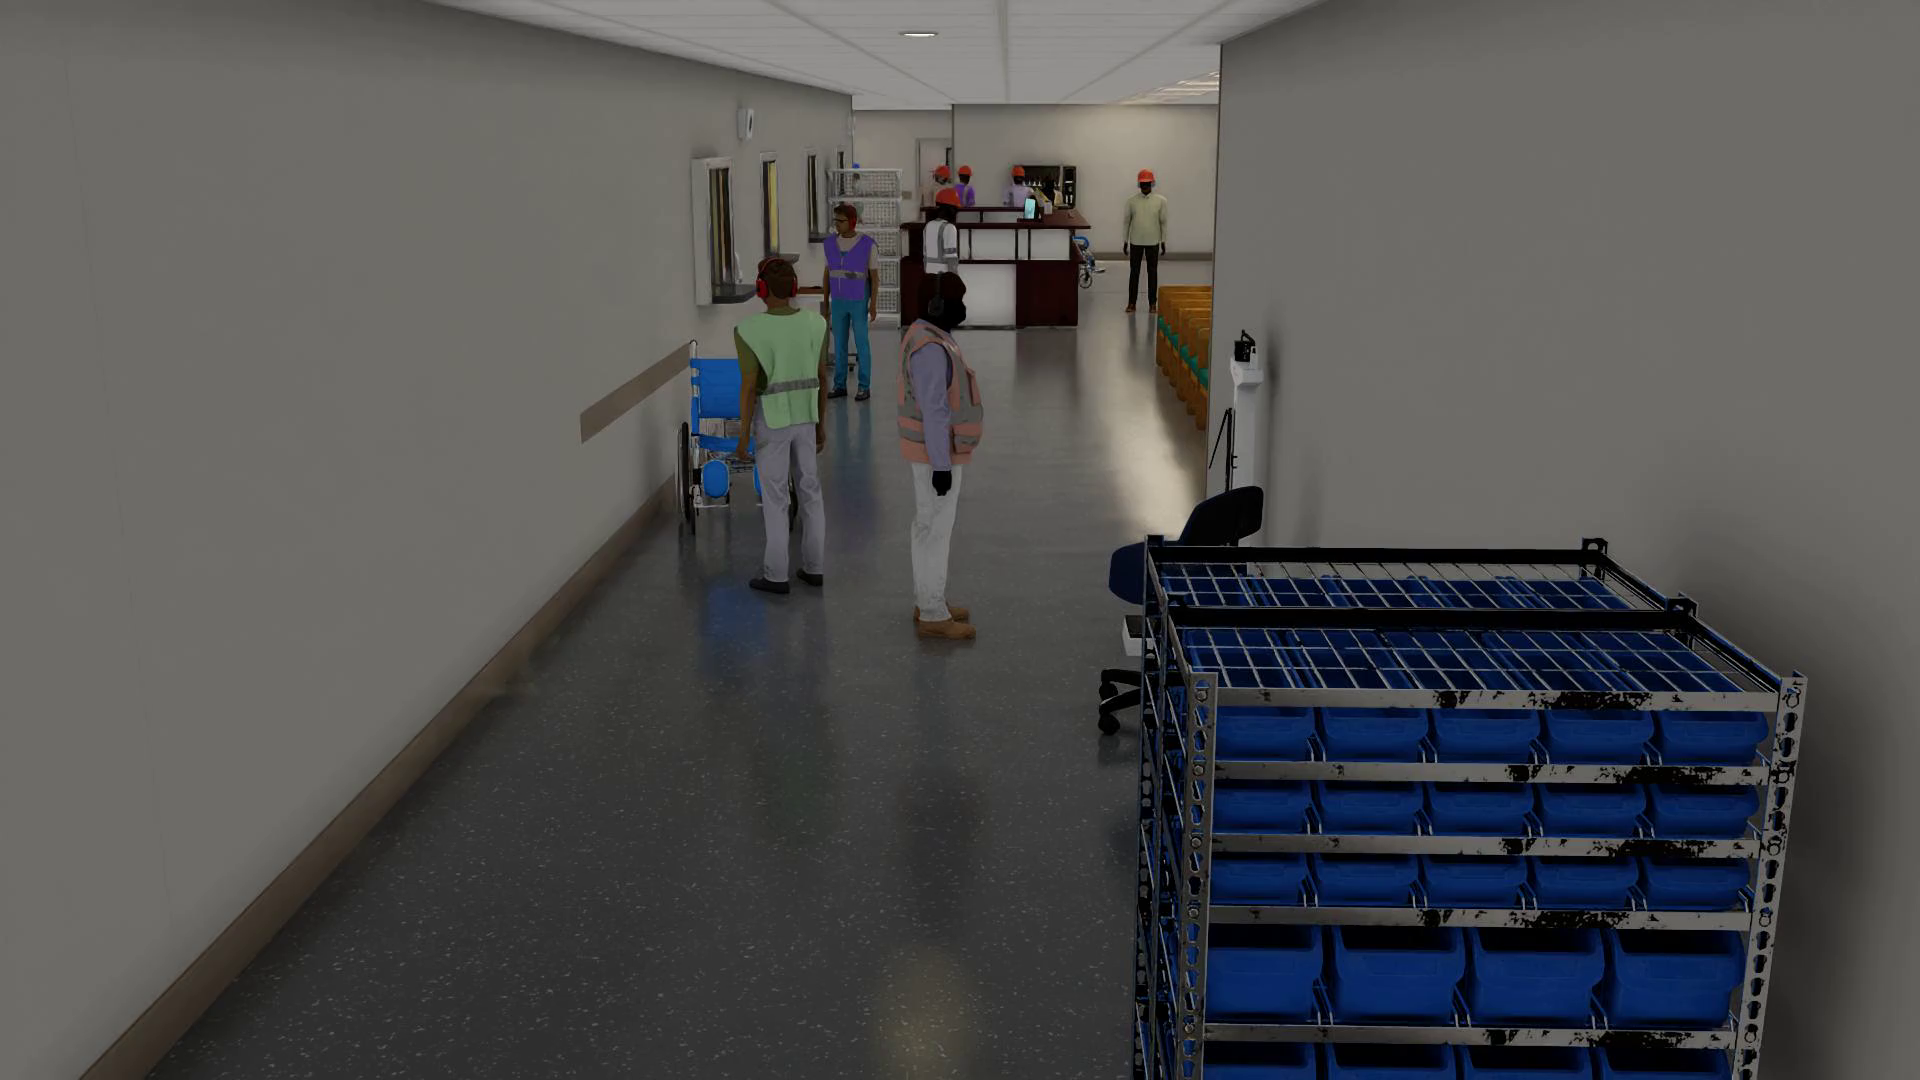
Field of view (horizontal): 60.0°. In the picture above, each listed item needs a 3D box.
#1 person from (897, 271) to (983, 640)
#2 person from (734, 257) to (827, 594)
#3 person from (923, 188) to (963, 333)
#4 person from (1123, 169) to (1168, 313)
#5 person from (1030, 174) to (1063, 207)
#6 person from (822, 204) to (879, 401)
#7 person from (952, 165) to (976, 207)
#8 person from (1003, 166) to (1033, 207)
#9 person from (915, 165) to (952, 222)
[{"bbox_3d":[-0.099,-0.427,8.374,0.429,1.841,0.633,-1,14,-4],"label":"person"},{"bbox_3d":[-0.965,-0.616,9.127,0.564,1.846,0.393,-11,17,-37],"label":"person"},{"bbox_3d":[-0.163,-2.701,17.425,0.385,1.928,0.546,-8,16,-30],"label":"person"},{"bbox_3d":[2.587,-4.185,23.305,0.623,1.993,0.384,3,14,10],"label":"person"},{"bbox_3d":[1.410,-4.978,26.868,0.631,1.835,0.429,-7,16,-28],"label":"person"},{"bbox_3d":[-1.034,-2.245,15.756,0.571,1.837,0.379,6,15,24],"label":"person"},{"bbox_3d":[0.005,-5.745,29.811,0.705,1.913,0.547,-13,19,-42],"label":"person"},{"bbox_3d":[1.036,-5.587,29.171,0.549,1.915,0.720,-3,14,-12],"label":"person"},{"bbox_3d":[-0.399,-5.237,27.667,0.645,1.947,0.535,10,17,35],"label":"person"}]
